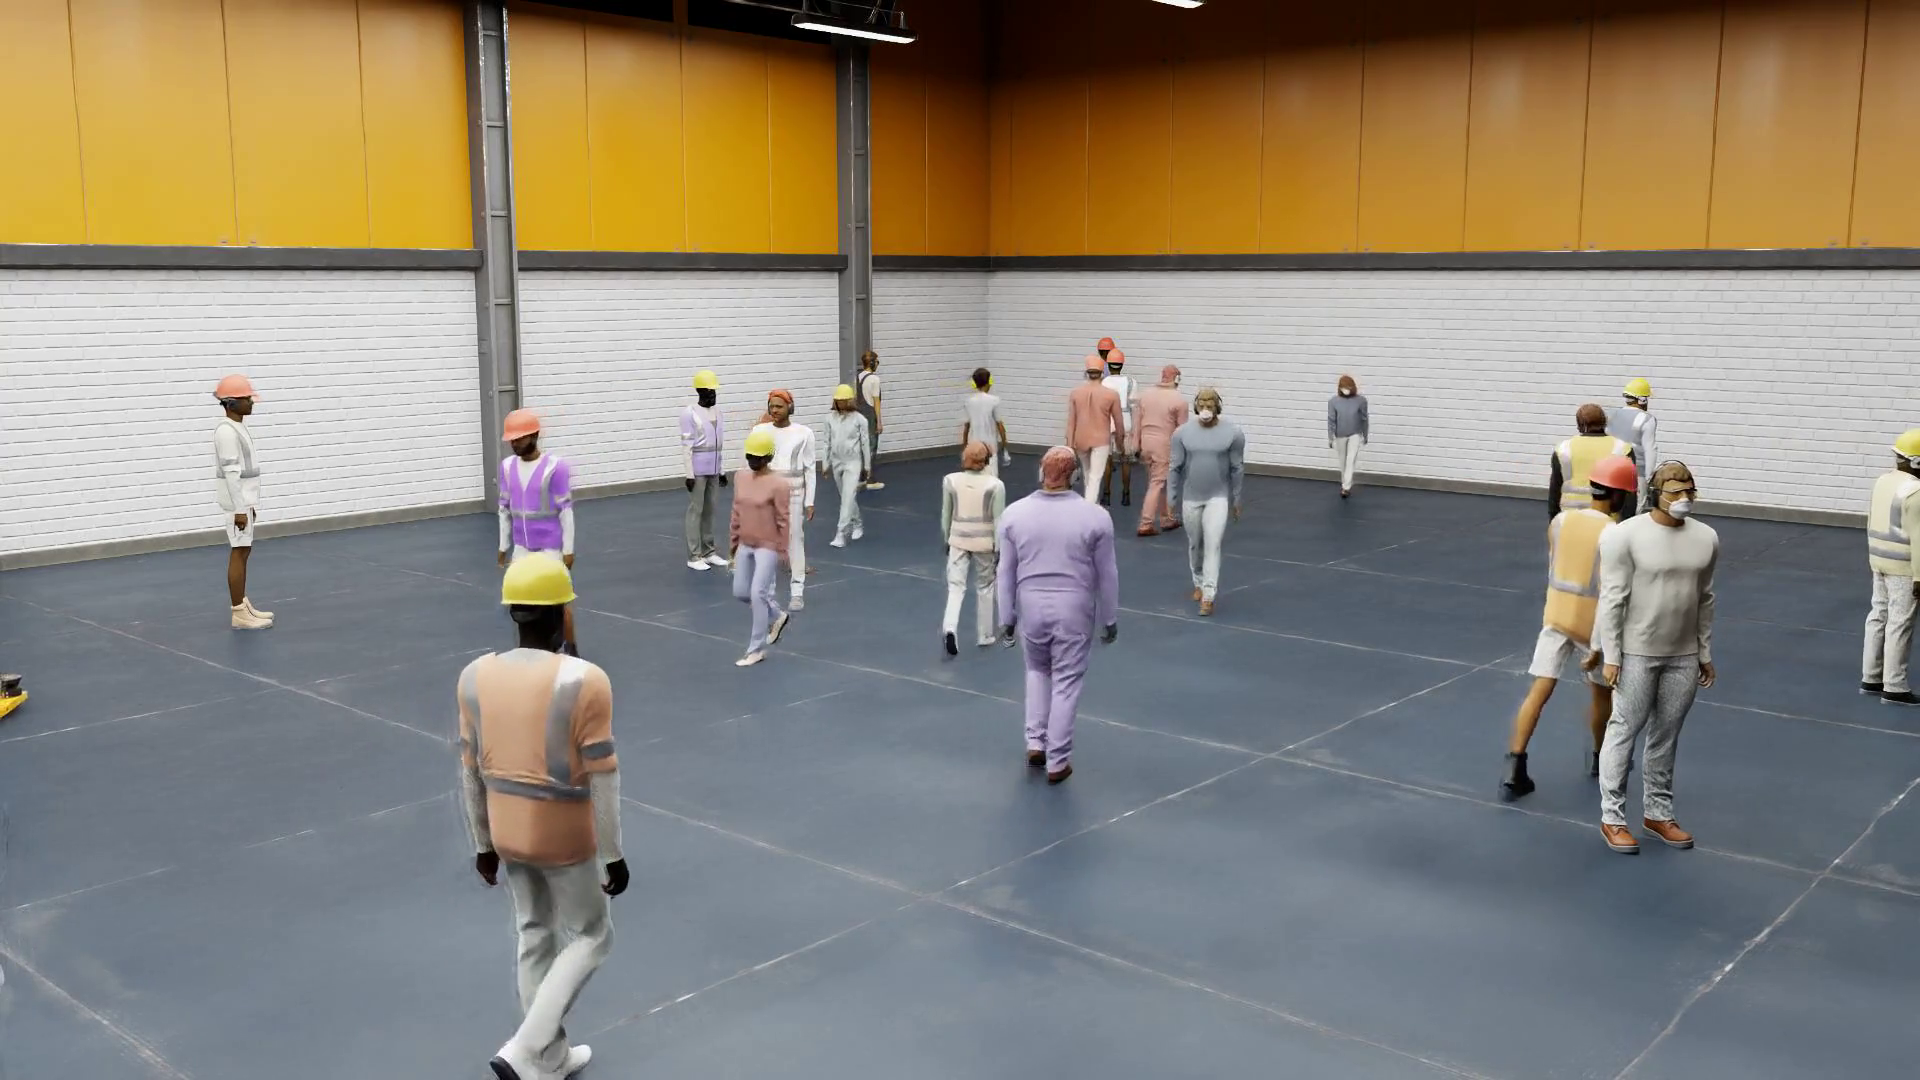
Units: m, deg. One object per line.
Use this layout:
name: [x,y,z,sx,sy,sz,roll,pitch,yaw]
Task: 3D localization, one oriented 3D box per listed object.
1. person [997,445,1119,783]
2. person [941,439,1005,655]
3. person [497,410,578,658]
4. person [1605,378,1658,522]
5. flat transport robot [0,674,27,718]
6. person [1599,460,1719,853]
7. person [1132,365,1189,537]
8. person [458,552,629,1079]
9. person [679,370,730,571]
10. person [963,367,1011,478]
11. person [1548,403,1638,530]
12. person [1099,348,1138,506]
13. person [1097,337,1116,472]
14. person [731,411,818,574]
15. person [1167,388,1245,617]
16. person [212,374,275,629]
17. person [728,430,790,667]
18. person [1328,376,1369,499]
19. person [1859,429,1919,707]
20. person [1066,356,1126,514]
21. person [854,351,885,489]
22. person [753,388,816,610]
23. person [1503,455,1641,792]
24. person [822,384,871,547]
person: [0.567,0.410,9.346,0.660,1.886,0.507,3,9,17]
person: [0.077,0.053,12.452,0.510,1.618,0.732,2,9,15]
person: [-3.012,0.022,11.787,0.567,1.905,0.504,3,10,20]
person: [6.609,-0.678,16.362,0.404,1.834,0.591,-4,10,-25]
flat transport robot: [-6.778,1.036,10.491,1.431,0.197,0.652,-2,9,-13]
person: [3.442,0.569,8.206,0.627,1.941,0.371,-2,9,-13]
person: [2.260,-0.976,18.160,0.893,1.851,0.664,-8,12,-40]
person: [-1.424,0.996,5.604,0.611,1.911,0.577,4,10,22]
person: [-2.459,-0.681,16.083,0.372,1.928,0.584,5,10,28]
person: [0.233,-0.967,18.176,0.555,1.837,0.764,8,12,41]
person: [4.963,-0.148,13.089,0.678,1.828,0.430,5,11,31]
person: [1.902,-1.380,20.450,0.542,1.938,0.357,-1,9,-6]
person: [2.100,-1.963,24.106,0.357,1.938,0.542,0,9,1]
person: [-1.785,-0.441,15.625,0.833,1.593,0.510,-5,10,-26]
person: [2.087,-0.354,14.170,0.646,1.894,0.991,3,10,18]
person: [-5.765,-0.306,13.362,0.365,2.048,0.607,-3,10,-18]
person: [-1.414,0.043,12.133,0.563,1.734,0.544,7,11,37]
person: [4.937,-1.310,21.158,0.502,1.557,0.892,3,9,18]
person: [6.249,0.174,11.019,0.404,1.829,0.600,0,9,2]
person: [1.520,-1.080,18.601,0.610,1.926,1.100,5,10,27]
person: [-1.212,-1.586,22.075,0.341,1.839,0.501,-7,11,-36]
person: [-1.508,-0.340,14.087,0.573,1.883,0.357,2,9,12]
person: [3.391,0.462,9.108,1.041,1.876,0.557,-7,11,-37]
person: [-1.187,-0.802,17.578,0.516,1.701,0.892,4,10,21]
